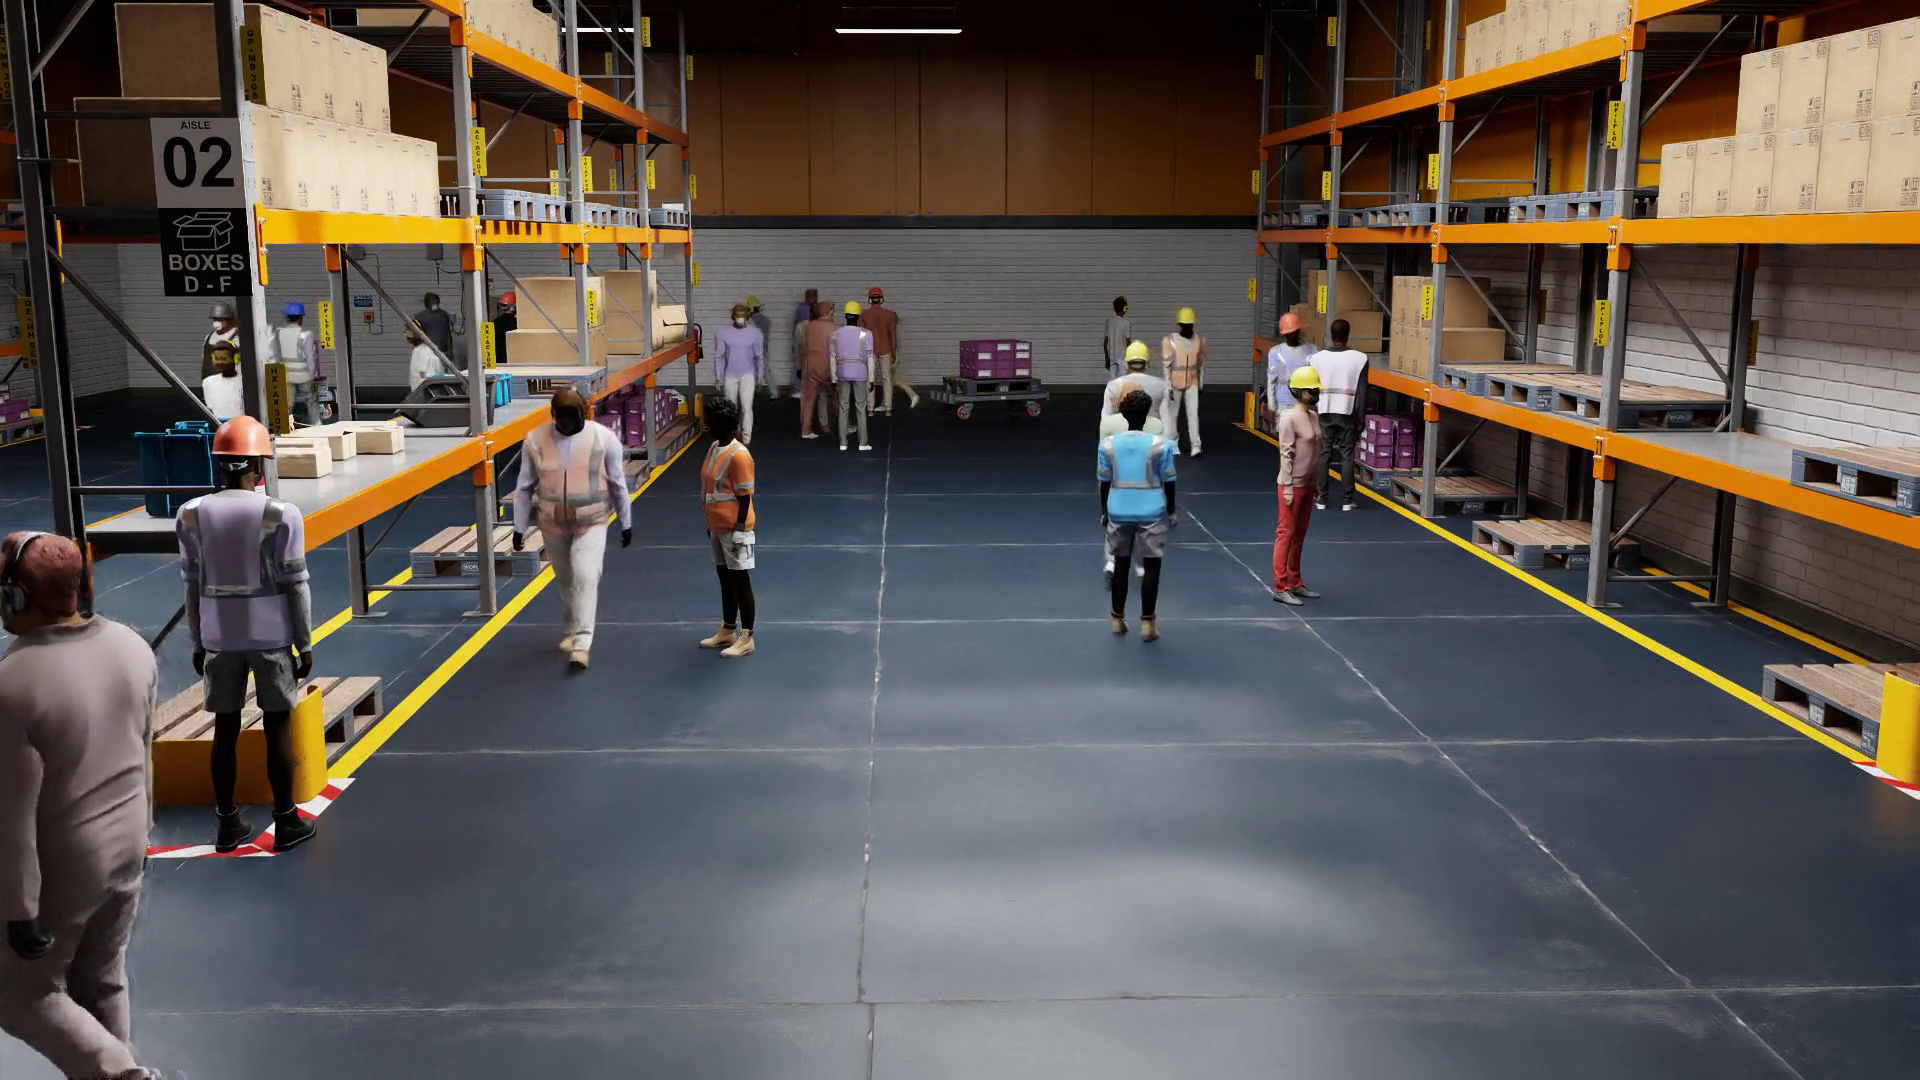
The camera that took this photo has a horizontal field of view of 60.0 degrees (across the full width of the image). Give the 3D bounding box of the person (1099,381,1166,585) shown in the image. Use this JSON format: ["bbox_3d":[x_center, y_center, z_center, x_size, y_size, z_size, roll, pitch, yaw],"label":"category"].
[{"bbox_3d":[1.345,-0.447,13.090,0.541,1.594,0.804,2,10,12],"label":"person"}]

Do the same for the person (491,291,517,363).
[{"bbox_3d":[-6.220,-2.436,23.043,0.612,1.995,0.392,5,11,26],"label":"person"}]

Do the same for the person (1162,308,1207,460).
[{"bbox_3d":[2.788,-1.937,20.616,0.587,1.861,1.014,-1,10,-8],"label":"person"}]

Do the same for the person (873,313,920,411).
[{"bbox_3d":[-1.011,-2.821,26.250,0.712,1.606,0.512,2,10,14],"label":"person"}]

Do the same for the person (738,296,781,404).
[{"bbox_3d":[-3.386,-3.127,27.497,0.897,1.792,0.595,5,11,26],"label":"person"}]

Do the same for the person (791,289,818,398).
[{"bbox_3d":[-2.513,-3.364,28.582,0.950,1.862,0.639,-4,11,-19],"label":"person"}]

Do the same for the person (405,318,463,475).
[{"bbox_3d":[-6.037,-1.603,18.878,0.816,1.834,0.530,-7,12,-33],"label":"person"}]

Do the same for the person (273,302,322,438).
[{"bbox_3d":[-8.624,-2.139,21.642,0.626,1.912,0.902,3,11,16],"label":"person"}]

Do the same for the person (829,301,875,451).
[{"bbox_3d":[-1.380,-2.092,21.316,0.589,1.927,0.368,1,10,7],"label":"person"}]

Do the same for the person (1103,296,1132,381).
[{"bbox_3d":[2.374,-2.684,24.774,0.314,1.869,0.535,-10,14,-44],"label":"person"}]

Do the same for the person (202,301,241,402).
[{"bbox_3d":[-8.650,-1.868,19.754,0.688,2.000,0.979,4,11,23],"label":"person"}]

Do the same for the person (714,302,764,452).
[{"bbox_3d":[-2.833,-2.112,21.480,0.635,1.914,0.797,0,10,-1],"label":"person"}]

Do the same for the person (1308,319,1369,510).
[{"bbox_3d":[3.771,-1.247,16.654,0.591,1.915,0.380,4,11,20],"label":"person"}]

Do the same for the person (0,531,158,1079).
[{"bbox_3d":[-2.483,0.907,4.716,0.564,1.890,0.649,2,10,13],"label":"person"}]

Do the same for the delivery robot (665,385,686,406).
[{"bbox_3d":[-4.309,-2.068,24.744,0.477,0.478,0.707,-4,11,-21],"label":"delivery robot"}]

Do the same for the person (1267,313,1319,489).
[{"bbox_3d":[3.644,-1.487,18.050,0.638,1.907,0.417,0,10,-1],"label":"person"}]

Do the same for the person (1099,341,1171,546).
[{"bbox_3d":[1.555,-0.886,14.970,0.621,1.785,0.898,-1,10,-3],"label":"person"}]

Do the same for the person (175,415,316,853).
[{"bbox_3d":[-3.120,0.419,7.331,0.543,1.932,0.381,-1,10,-4],"label":"person"}]

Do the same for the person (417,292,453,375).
[{"bbox_3d":[-8.307,-2.944,26.116,0.746,1.913,0.651,5,11,24],"label":"person"}]

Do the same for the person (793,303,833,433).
[{"bbox_3d":[-2.014,-2.399,23.285,0.621,1.838,0.429,-5,11,-25],"label":"person"}]

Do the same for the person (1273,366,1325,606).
[{"bbox_3d":[2.537,-0.407,12.379,0.315,1.769,0.523,7,12,35],"label":"person"}]

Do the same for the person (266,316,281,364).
[{"bbox_3d":[-9.368,-2.241,22.429,0.622,1.853,0.879,1,10,6],"label":"person"}]

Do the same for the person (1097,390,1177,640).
[{"bbox_3d":[1.186,-0.166,11.226,0.548,1.691,0.343,4,11,23],"label":"person"}]

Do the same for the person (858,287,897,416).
[{"bbox_3d":[-1.276,-2.898,25.643,0.611,1.986,0.393,-1,10,-8],"label":"person"}]

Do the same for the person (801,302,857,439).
[{"bbox_3d":[-1.805,-2.317,22.762,0.661,1.862,0.968,8,13,39],"label":"person"}]

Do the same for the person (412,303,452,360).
[{"bbox_3d":[-8.517,-3.055,26.938,0.624,1.840,0.429,0,10,2],"label":"person"}]

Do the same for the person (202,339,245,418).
[{"bbox_3d":[-6.297,-0.822,14.464,0.511,1.855,0.448,0,10,-2],"label":"person"}]

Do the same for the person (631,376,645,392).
[{"bbox_3d":[-4.861,-2.766,25.340,0.600,1.825,0.622,9,13,40],"label":"person"}]

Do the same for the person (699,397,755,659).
[{"bbox_3d":[-1.507,-0.085,10.786,0.321,1.693,0.530,-6,12,-31],"label":"person"}]

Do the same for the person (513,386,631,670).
[{"bbox_3d":[-2.477,-0.090,10.585,0.698,1.779,0.988,0,10,1],"label":"person"}]
